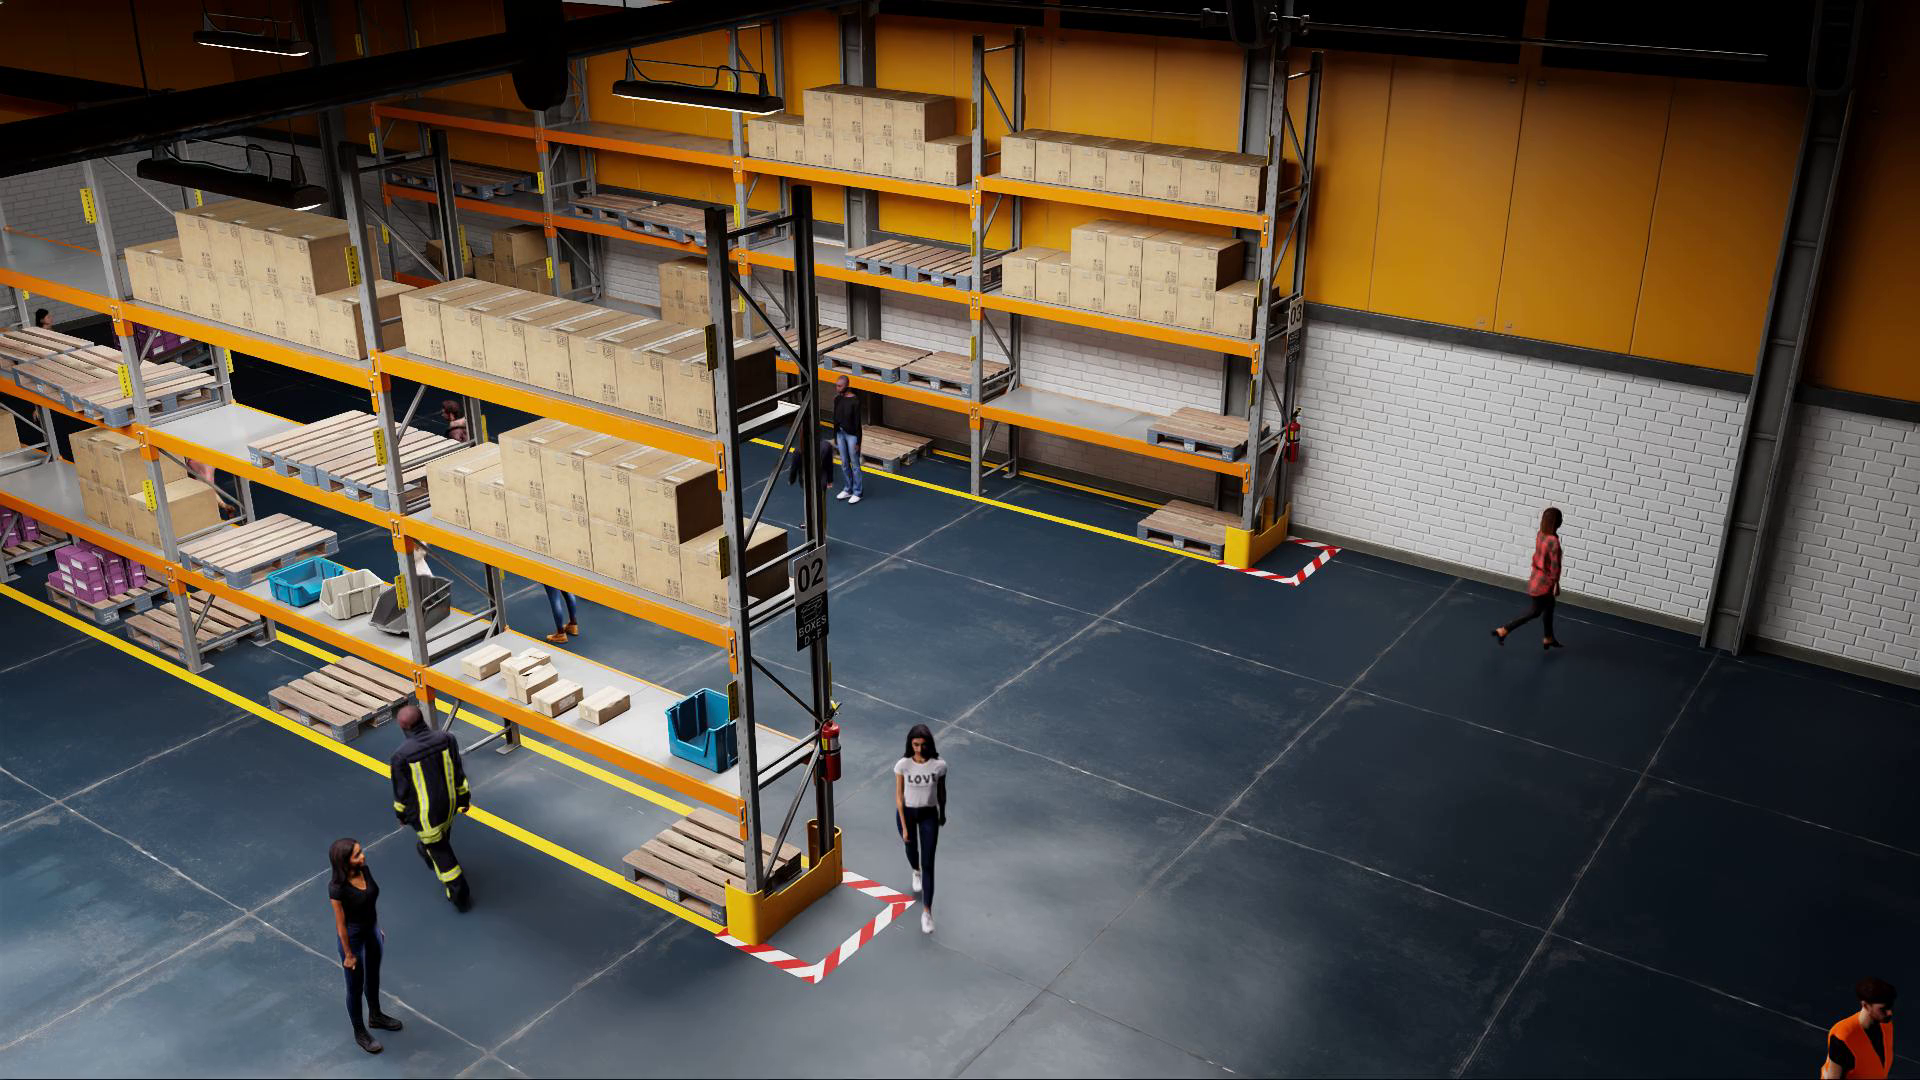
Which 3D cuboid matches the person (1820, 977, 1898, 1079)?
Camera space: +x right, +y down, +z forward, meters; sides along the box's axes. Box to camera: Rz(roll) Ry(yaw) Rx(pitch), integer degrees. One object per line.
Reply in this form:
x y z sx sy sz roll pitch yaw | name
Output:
5.630 3.564 10.590 0.774 1.889 0.767 -14 27 -29 | person

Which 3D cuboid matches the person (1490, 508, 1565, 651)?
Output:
6.224 0.468 17.943 1.159 1.673 1.023 -1 24 -2 | person

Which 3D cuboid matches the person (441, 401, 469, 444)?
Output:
-6.125 -0.873 20.814 0.896 1.831 0.875 0 24 1 | person

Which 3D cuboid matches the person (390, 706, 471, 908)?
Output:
-4.350 2.223 13.812 0.925 1.766 1.259 -19 30 -37 | person

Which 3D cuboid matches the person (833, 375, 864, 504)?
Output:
-1.467 -1.366 22.051 0.489 1.744 0.659 14 27 29 | person

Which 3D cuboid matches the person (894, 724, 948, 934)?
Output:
-0.362 2.271 13.752 1.100 1.726 1.062 -1 24 -2 | person

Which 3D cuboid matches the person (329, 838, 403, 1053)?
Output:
-4.412 2.934 12.220 0.619 1.738 0.631 7 25 16 | person

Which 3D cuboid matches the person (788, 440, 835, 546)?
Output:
-1.789 -0.629 20.506 0.923 1.630 1.154 -15 28 -31 | person

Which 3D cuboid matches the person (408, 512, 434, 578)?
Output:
-5.777 0.449 17.861 0.573 1.774 0.594 14 27 29 | person
